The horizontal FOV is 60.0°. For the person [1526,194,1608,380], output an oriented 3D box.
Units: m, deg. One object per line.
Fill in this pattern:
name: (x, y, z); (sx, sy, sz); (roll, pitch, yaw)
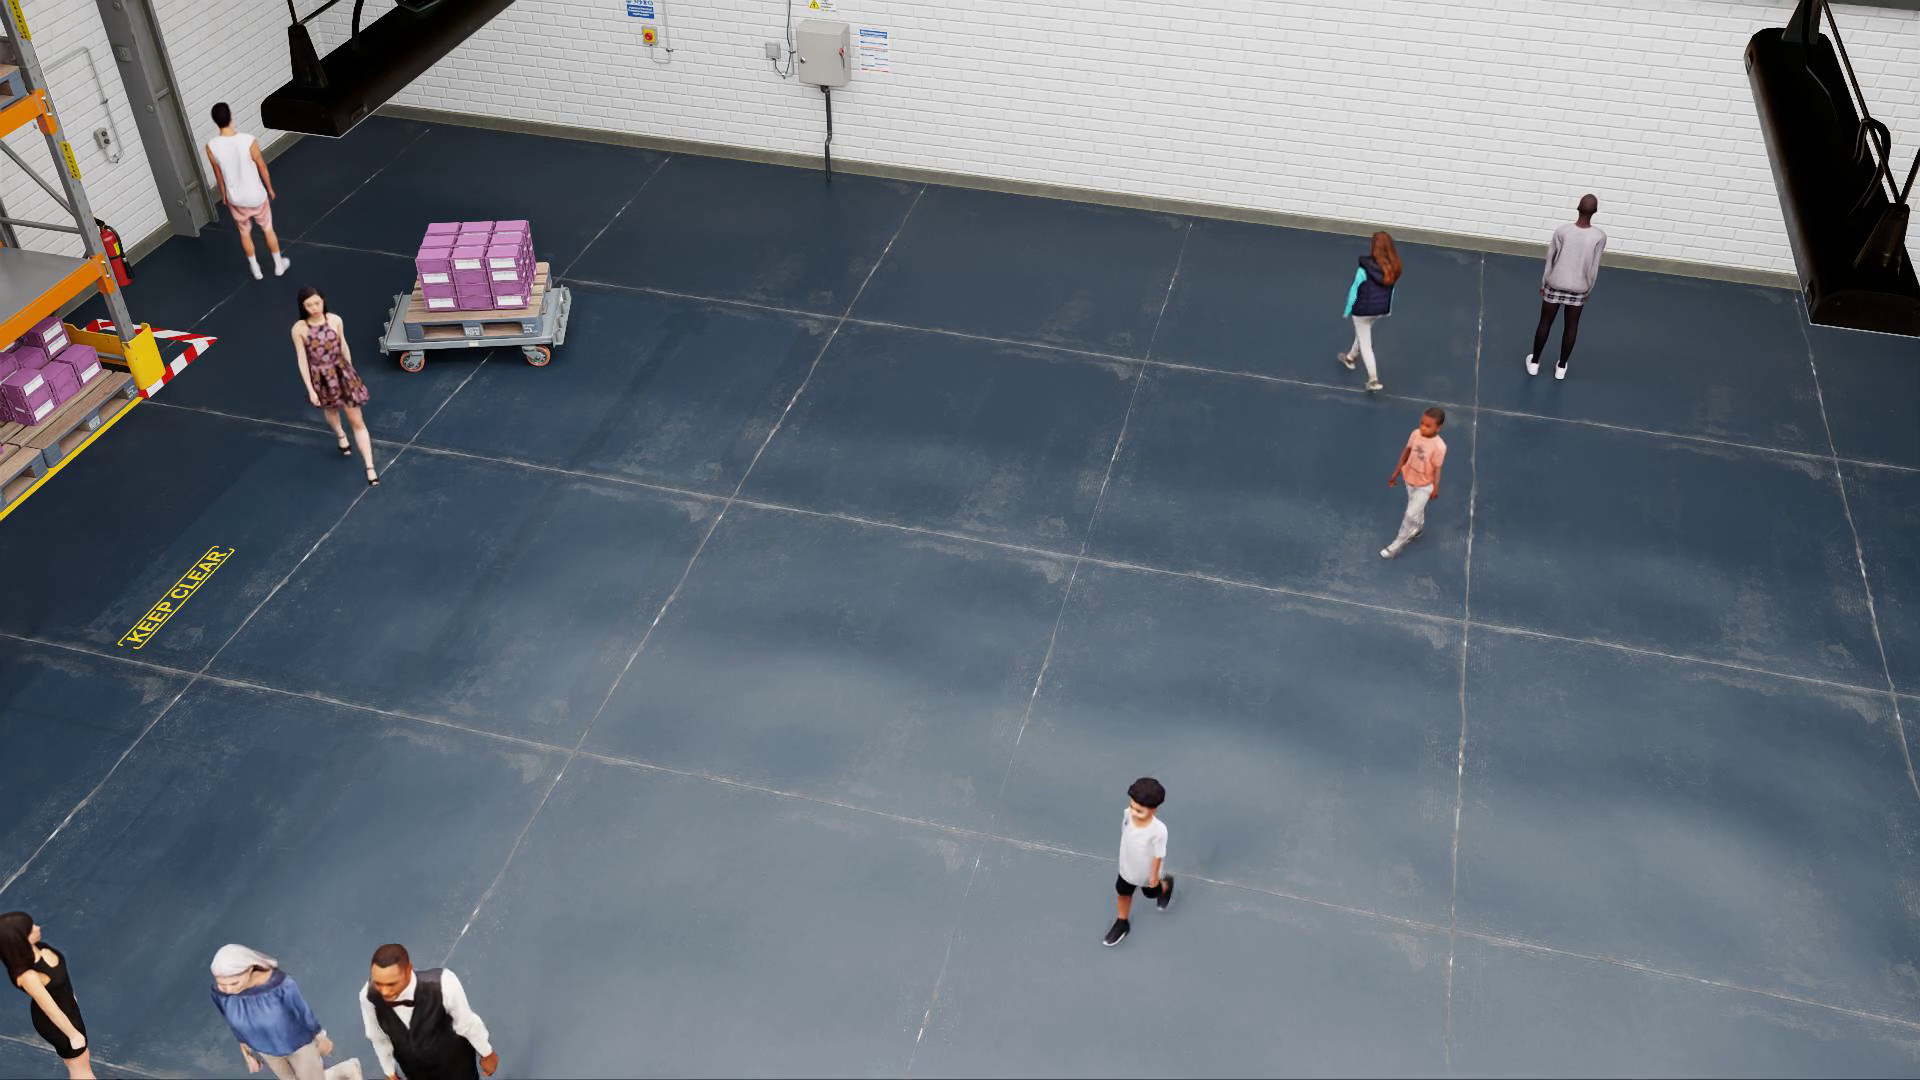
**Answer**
person: (5.411, -2.256, 14.814); (0.612, 1.769, 0.516); (11, 40, 14)

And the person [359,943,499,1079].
person: (-2.698, 2.594, 8.637); (0.844, 1.898, 0.874); (2, 39, 3)

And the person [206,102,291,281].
person: (-6.972, -3.388, 16.216); (0.734, 1.788, 0.742); (-9, 40, -11)

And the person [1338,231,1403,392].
person: (3.664, -2.011, 14.747); (0.920, 1.470, 1.042); (-14, 41, -17)

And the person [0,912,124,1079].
person: (-4.823, 2.551, 8.890); (0.662, 1.650, 0.617); (-23, 44, -26)

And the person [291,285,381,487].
person: (-5.199, -1.320, 13.678); (1.138, 1.723, 1.198); (-20, 43, -23)

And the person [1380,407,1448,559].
person: (3.642, -0.502, 12.999); (0.813, 1.292, 0.757); (-19, 42, -22)

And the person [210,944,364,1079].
person: (-3.548, 2.583, 8.825); (0.717, 1.682, 0.781); (0, 39, 1)

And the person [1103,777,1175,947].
person: (1.129, 1.898, 10.031); (0.678, 1.247, 0.880); (27, 46, 30)
